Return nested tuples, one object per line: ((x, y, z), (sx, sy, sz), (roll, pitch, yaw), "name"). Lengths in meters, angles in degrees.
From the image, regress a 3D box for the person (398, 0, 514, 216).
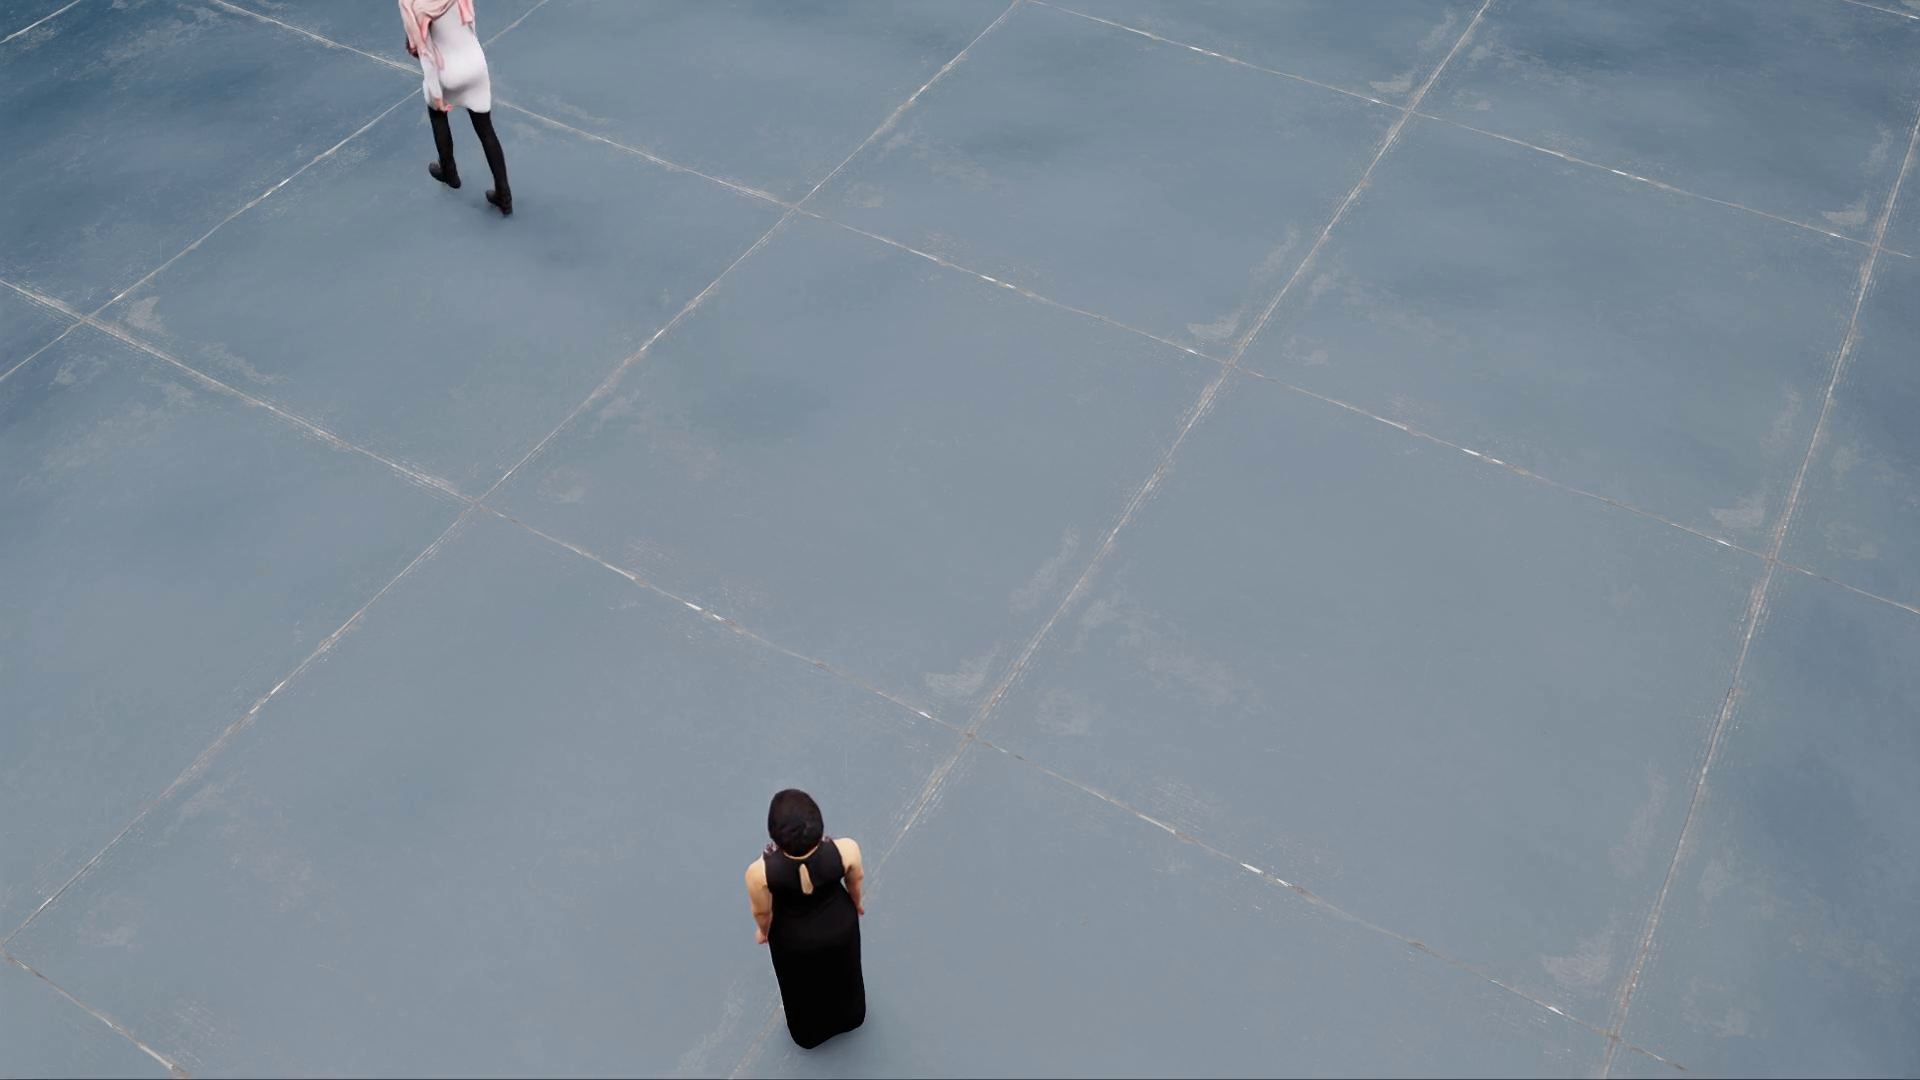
((-2.925, -2.721, 9.875), (0.801, 1.774, 1.024), (-35, 56, -28), "person")

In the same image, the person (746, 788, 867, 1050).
((-0.548, 1.429, 6.155), (0.649, 1.604, 0.692), (-15, 49, -13), "person")
